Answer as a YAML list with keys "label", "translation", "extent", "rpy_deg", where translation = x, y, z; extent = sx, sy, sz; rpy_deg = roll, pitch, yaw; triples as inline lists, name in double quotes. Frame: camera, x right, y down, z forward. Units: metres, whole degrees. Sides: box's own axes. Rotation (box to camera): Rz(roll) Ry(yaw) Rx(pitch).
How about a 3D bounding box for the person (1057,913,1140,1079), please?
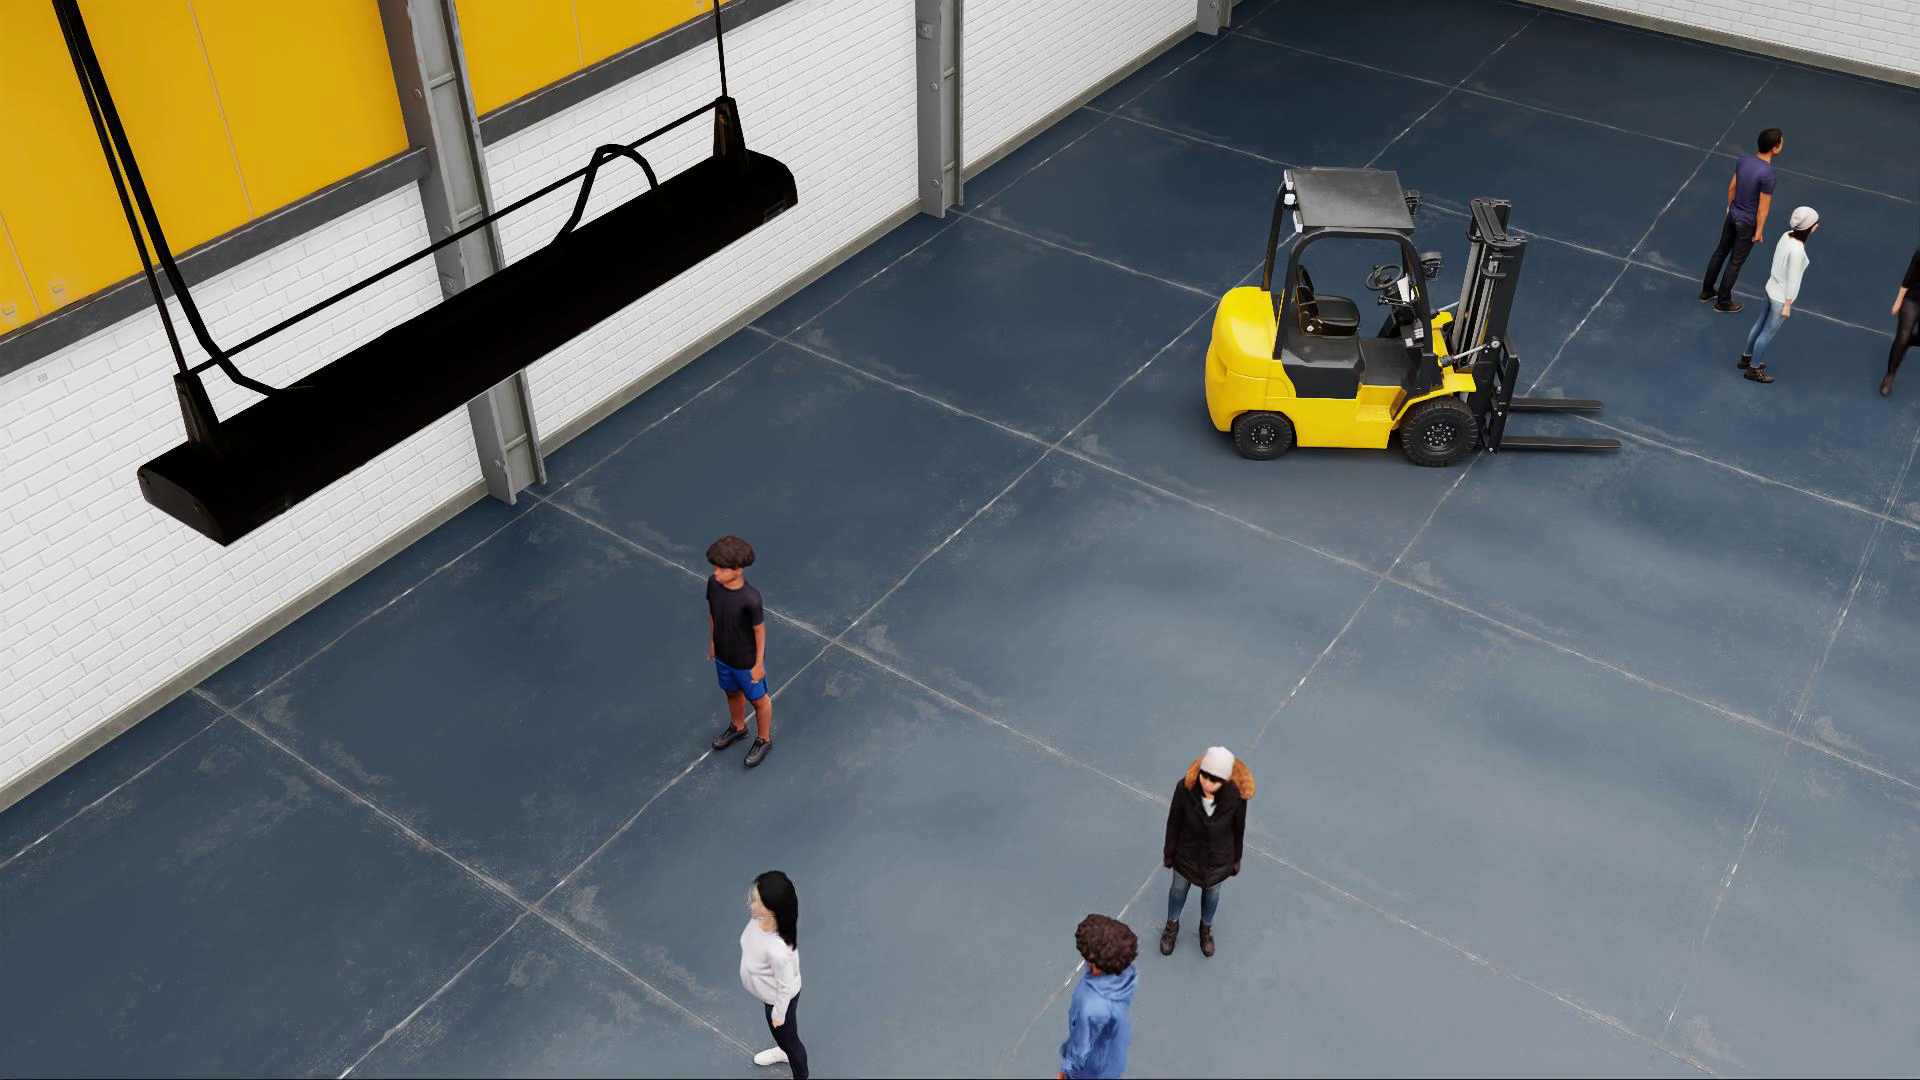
- label: "person"
  translation: [0.782, 2.575, 8.448]
  extent: [0.817, 1.796, 0.670]
  rpy_deg: [11, 40, 14]

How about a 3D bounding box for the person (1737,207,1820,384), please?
- label: "person"
  translation: [7.151, -2.157, 14.494]
  extent: [0.707, 1.645, 0.589]
  rpy_deg: [4, 39, 5]

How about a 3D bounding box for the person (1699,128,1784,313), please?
- label: "person"
  translation: [7.242, -2.970, 15.392]
  extent: [0.735, 1.793, 0.714]
  rpy_deg: [-12, 40, -14]

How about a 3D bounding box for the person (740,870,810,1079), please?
- label: "person"
  translation: [-0.962, 2.353, 8.805]
  extent: [0.736, 1.697, 0.707]
  rpy_deg: [-13, 40, -15]

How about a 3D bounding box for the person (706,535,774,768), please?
- label: "person"
  translation: [-1.428, 0.702, 10.790]
  extent: [0.593, 1.799, 0.556]
  rpy_deg: [24, 44, 27]

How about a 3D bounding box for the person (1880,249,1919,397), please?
- label: "person"
  translation: [8.332, -2.069, 14.400]
  extent: [0.722, 1.625, 0.961]
  rpy_deg: [14, 41, 17]

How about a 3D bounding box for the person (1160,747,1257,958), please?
- label: "person"
  translation: [1.400, 1.779, 9.574]
  extent: [0.723, 1.635, 0.741]
  rpy_deg: [4, 39, 5]
